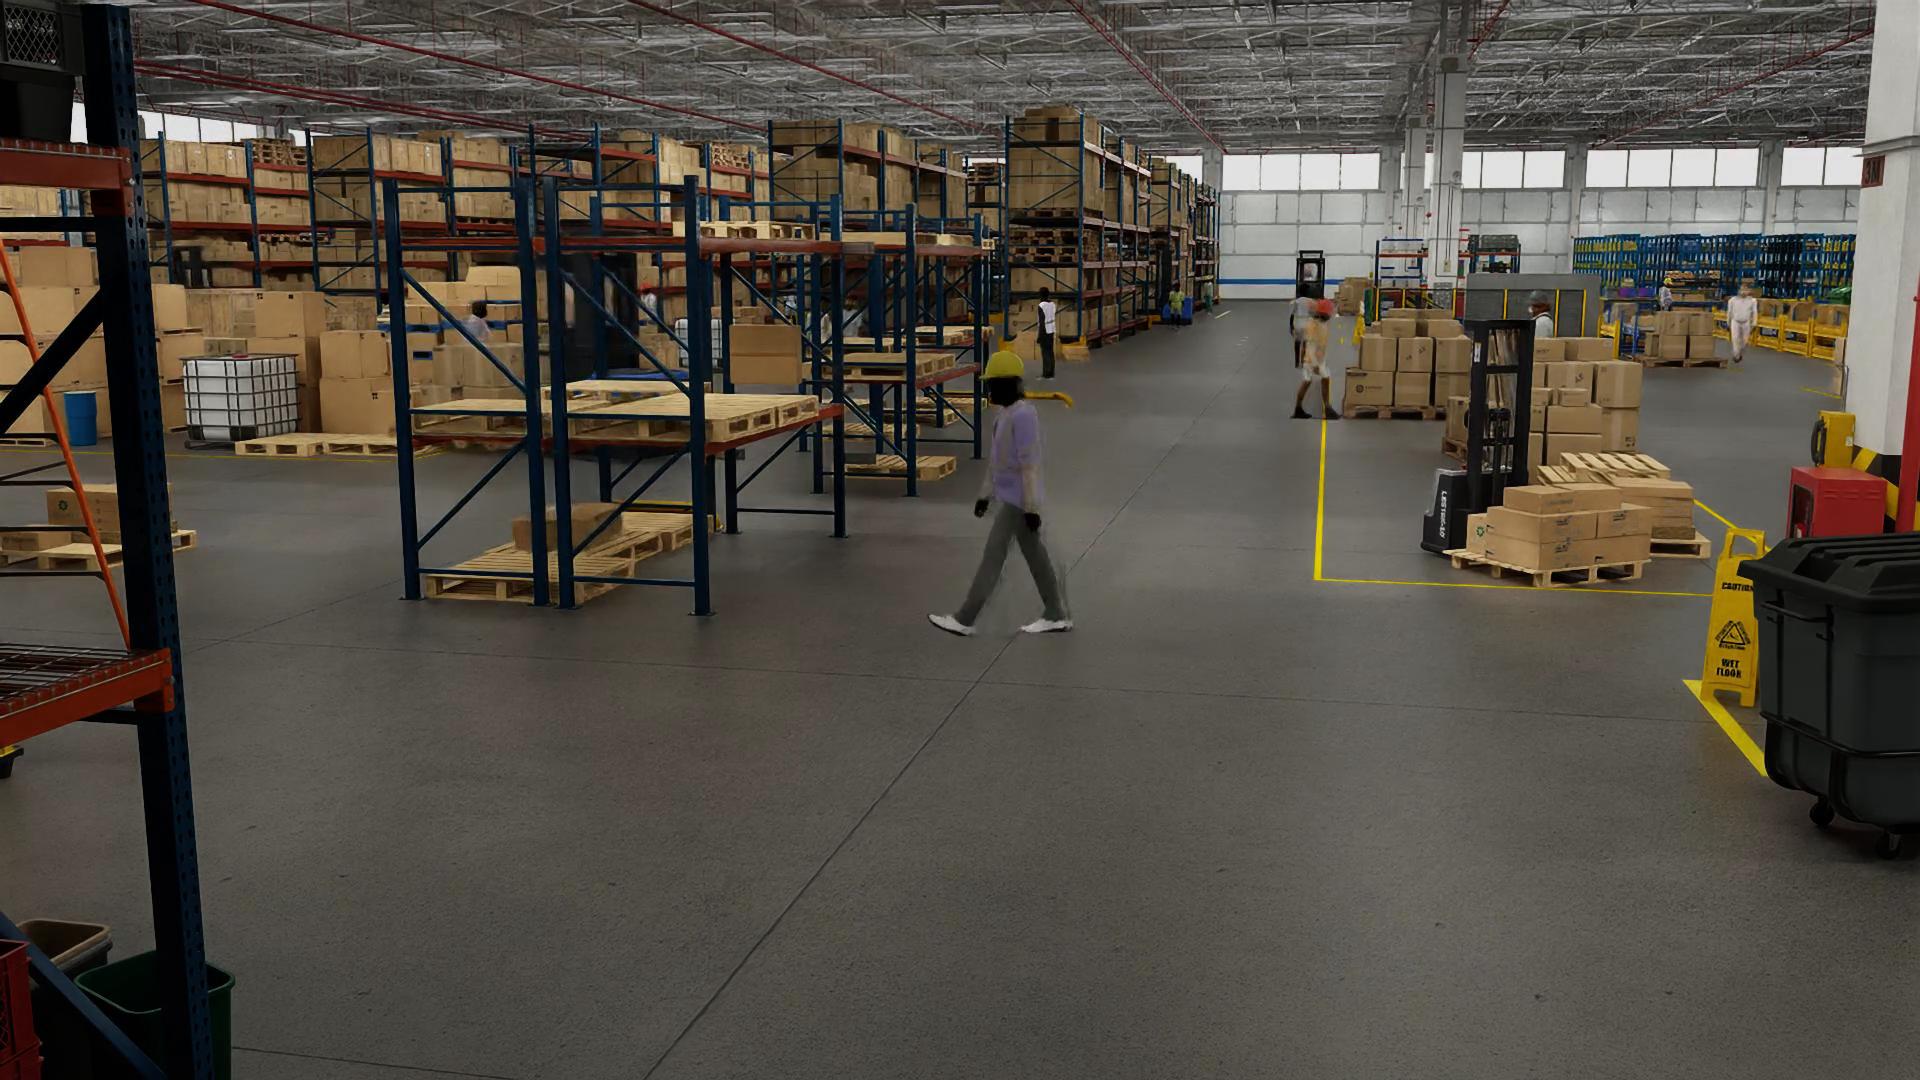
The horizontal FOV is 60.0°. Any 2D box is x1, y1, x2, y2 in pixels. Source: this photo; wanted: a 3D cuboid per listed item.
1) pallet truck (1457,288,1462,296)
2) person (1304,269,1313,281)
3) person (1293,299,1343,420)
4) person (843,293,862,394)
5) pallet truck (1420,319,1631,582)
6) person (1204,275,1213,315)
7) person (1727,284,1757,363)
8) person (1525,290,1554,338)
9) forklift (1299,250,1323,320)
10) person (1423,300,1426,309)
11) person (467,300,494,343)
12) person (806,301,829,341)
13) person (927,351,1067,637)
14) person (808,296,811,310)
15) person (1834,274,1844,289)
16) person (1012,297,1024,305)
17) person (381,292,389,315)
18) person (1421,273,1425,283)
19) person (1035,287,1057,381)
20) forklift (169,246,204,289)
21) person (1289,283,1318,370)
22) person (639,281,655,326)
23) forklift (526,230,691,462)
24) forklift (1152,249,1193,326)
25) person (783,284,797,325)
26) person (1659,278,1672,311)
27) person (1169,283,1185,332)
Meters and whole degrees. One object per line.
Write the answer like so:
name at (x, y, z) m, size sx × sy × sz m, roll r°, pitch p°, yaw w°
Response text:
pallet truck at (20.506, -9.785, 68.819) m, size 0.653 × 1.274 × 1.630 m, roll 2°, pitch 10°, yaw 12°
person at (17.506, -12.636, 83.750) m, size 0.684 × 1.946 × 0.818 m, roll -4°, pitch 10°, yaw -22°
person at (5.503, -2.756, 25.532) m, size 0.556 × 1.859 × 0.962 m, roll -9°, pitch 13°, yaw -44°
person at (-2.064, -3.626, 30.735) m, size 0.557 × 1.864 × 0.345 m, roll 2°, pitch 10°, yaw 13°
pallet truck at (4.543, -0.757, 13.299) m, size 0.823 × 1.965 × 1.885 m, roll -4°, pitch 10°, yaw -22°
person at (11.103, -10.950, 74.380) m, size 0.347 × 1.762 × 0.523 m, roll -7°, pitch 12°, yaw -34°
person at (18.814, -5.219, 40.064) m, size 0.650 × 1.883 × 0.810 m, roll 3°, pitch 10°, yaw 19°
person at (8.205, -2.554, 23.813) m, size 0.538 × 2.000 × 0.683 m, roll 3°, pitch 10°, yaw 20°
forklift at (13.778, -10.002, 65.433) m, size 1.129 × 2.768 × 1.873 m, roll 2°, pitch 10°, yaw 12°
person at (15.854, -7.807, 56.122) m, size 0.282 × 1.631 × 0.503 m, roll -6°, pitch 12°, yaw -33°
person at (-7.964, -3.040, 27.372) m, size 0.837 × 1.818 × 0.632 m, roll -2°, pitch 10°, yaw -10°
person at (-2.989, -4.223, 34.960) m, size 0.522 × 1.613 × 0.538 m, roll -3°, pitch 10°, yaw -17°
person at (0.264, -0.288, 10.862) m, size 1.002 × 1.873 × 0.604 m, roll -1°, pitch 10°, yaw -7°
person at (-5.615, -9.163, 64.152) m, size 0.500 × 1.633 × 0.282 m, roll -1°, pitch 10°, yaw -3°
person at (41.355, -11.659, 78.401) m, size 0.599 × 1.811 × 0.605 m, roll 6°, pitch 11°, yaw 32°
person at (2.050, -8.361, 59.010) m, size 0.526 × 1.768 × 0.330 m, roll 9°, pitch 13°, yaw 44°
person at (-13.607, -5.046, 39.593) m, size 0.321 × 1.693 × 0.529 m, roll -4°, pitch 10°, yaw -22°
person at (25.523, -13.904, 92.020) m, size 0.924 × 1.705 × 0.570 m, roll 0°, pitch 10°, yaw -3°
person at (1.760, -4.197, 33.918) m, size 0.398 × 1.915 × 0.589 m, roll 6°, pitch 11°, yaw 31°
forklift at (-20.578, -6.442, 44.354) m, size 1.129 × 2.768 × 1.873 m, roll 6°, pitch 11°, yaw 30°
person at (7.763, -4.825, 37.580) m, size 0.618 × 1.923 × 0.920 m, roll 2°, pitch 10°, yaw 11°
person at (-8.289, -5.865, 43.836) m, size 0.624 × 1.896 × 0.482 m, roll 9°, pitch 13°, yaw 41°
forklift at (-4.344, -2.438, 20.644) m, size 1.873 × 2.768 × 1.129 m, roll 5°, pitch 11°, yaw 29°
forklift at (7.646, -9.320, 61.395) m, size 1.873 × 2.768 × 1.129 m, roll 2°, pitch 10°, yaw 11°
person at (-5.758, -7.873, 56.320) m, size 0.533 × 1.698 × 0.322 m, roll -8°, pitch 12°, yaw -38°
person at (24.629, -8.225, 58.062) m, size 0.405 × 1.821 × 0.600 m, roll 8°, pitch 12°, yaw 38°
person at (7.401, -7.943, 56.813) m, size 0.550 × 1.654 × 0.834 m, roll 2°, pitch 10°, yaw 9°
